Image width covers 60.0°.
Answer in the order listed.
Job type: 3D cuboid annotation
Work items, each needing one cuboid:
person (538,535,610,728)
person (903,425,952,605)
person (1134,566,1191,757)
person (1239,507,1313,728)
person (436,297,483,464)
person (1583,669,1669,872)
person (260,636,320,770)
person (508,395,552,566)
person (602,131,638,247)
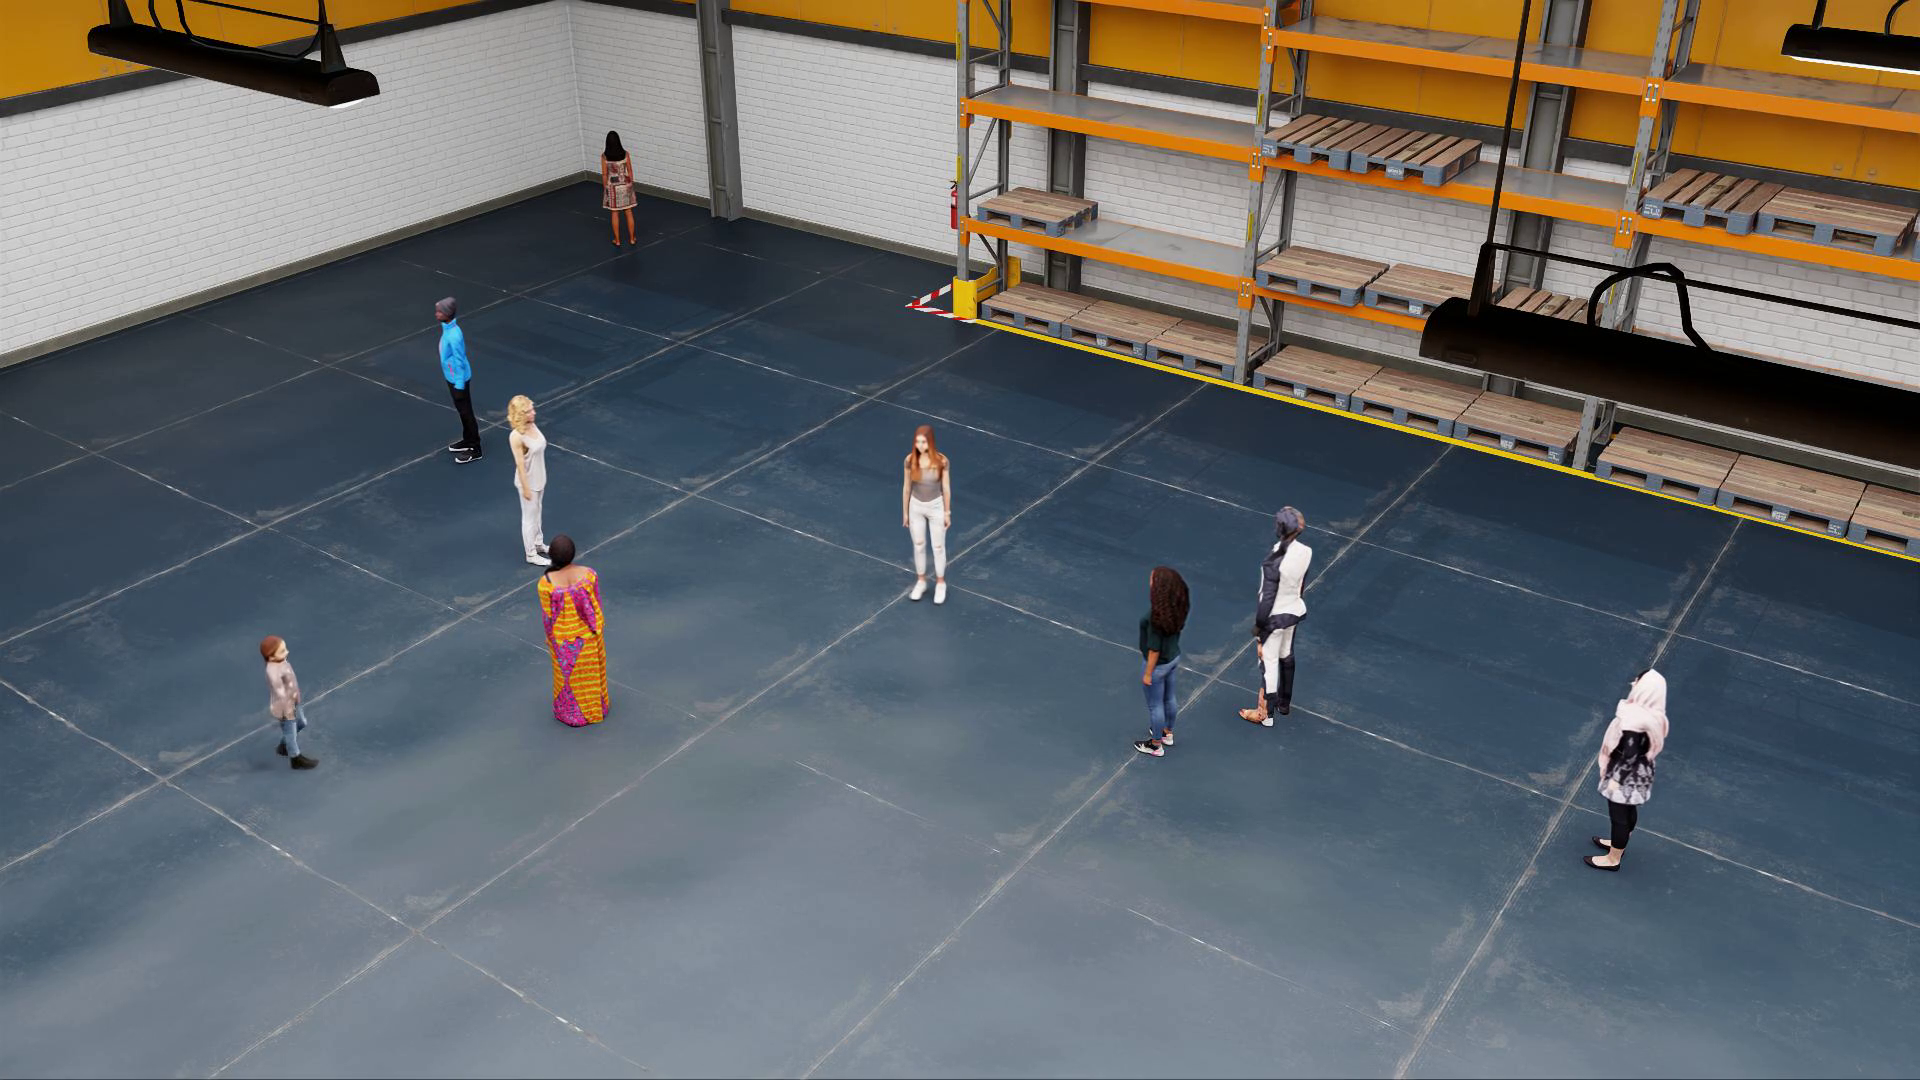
[{"bbox_3d":[-3.099,0.685,13.278,0.768,1.684,0.802,-13,31,-23],"label":"person"},{"bbox_3d":[-0.286,-0.256,14.968,0.600,1.717,0.723,5,29,9],"label":"person"},{"bbox_3d":[1.555,0.934,12.894,0.592,1.615,0.602,20,35,33],"label":"person"},{"bbox_3d":[2.538,0.603,13.211,0.731,1.893,0.665,-23,36,-36],"label":"person"},{"bbox_3d":[-5.282,-1.704,17.544,0.750,1.793,0.633,-14,32,-24],"label":"person"},{"bbox_3d":[4.693,1.600,11.649,0.598,1.638,0.612,18,33,30],"label":"person"},{"bbox_3d":[-5.220,1.253,12.756,0.666,1.188,0.607,-3,29,-5],"label":"person"},{"bbox_3d":[-4.040,-0.581,15.615,0.687,1.670,0.681,4,29,7],"label":"person"},{"bbox_3d":[-4.894,-5.050,23.832,0.724,1.645,0.735,-10,30,-17],"label":"person"}]
